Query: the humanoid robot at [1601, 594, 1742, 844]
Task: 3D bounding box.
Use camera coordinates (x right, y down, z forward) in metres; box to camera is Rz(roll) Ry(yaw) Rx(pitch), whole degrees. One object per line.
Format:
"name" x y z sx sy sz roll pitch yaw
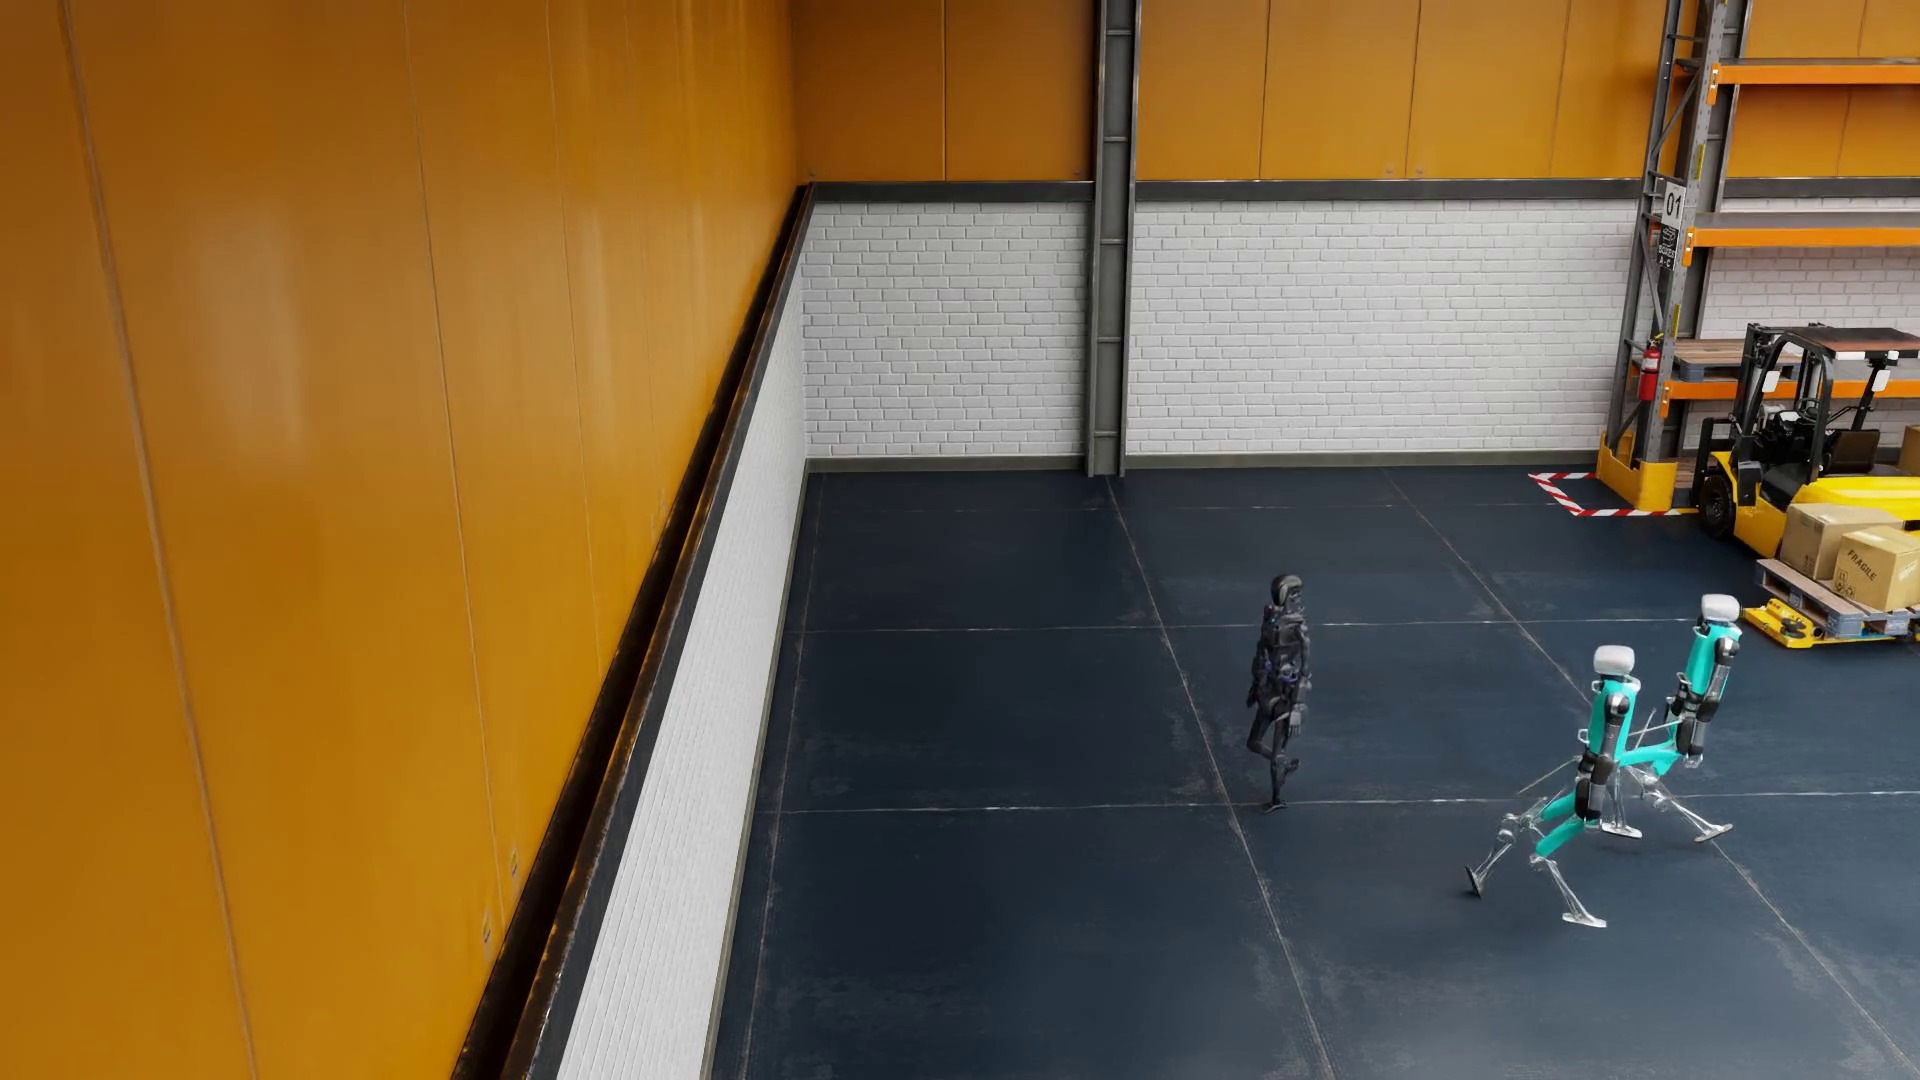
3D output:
"humanoid robot" 4.363 1.154 10.300 1.031 1.731 0.550 3 21 9

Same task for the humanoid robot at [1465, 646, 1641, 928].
"humanoid robot" 3.358 1.408 9.644 0.932 1.772 0.541 7 21 19

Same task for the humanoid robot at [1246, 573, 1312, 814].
"humanoid robot" 2.124 0.999 10.817 0.426 1.649 0.597 -8 22 -21

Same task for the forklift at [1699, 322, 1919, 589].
"forklift" 7.809 -0.792 14.926 1.214 2.155 2.313 -1 20 -2

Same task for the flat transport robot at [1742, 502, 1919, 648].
"flat transport robot" 7.343 0.651 13.787 1.431 0.231 0.659 -3 20 -7
